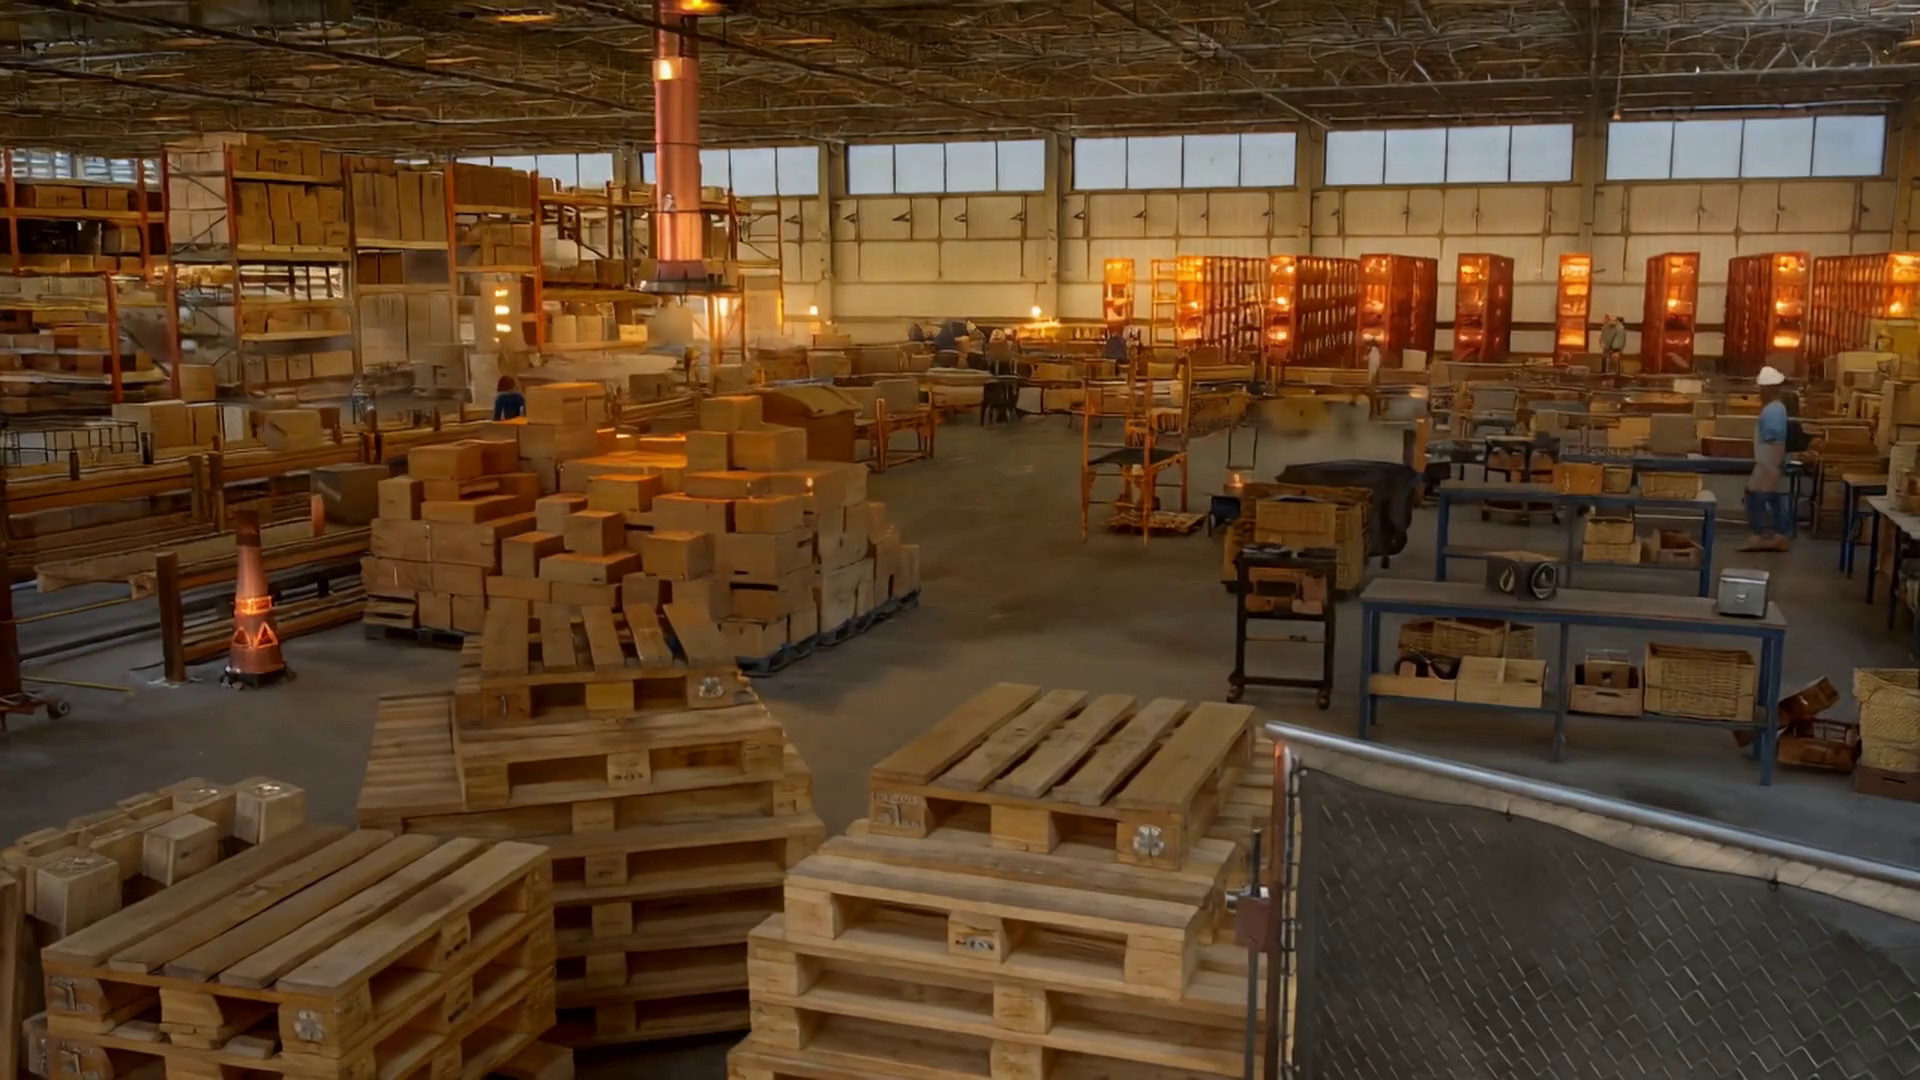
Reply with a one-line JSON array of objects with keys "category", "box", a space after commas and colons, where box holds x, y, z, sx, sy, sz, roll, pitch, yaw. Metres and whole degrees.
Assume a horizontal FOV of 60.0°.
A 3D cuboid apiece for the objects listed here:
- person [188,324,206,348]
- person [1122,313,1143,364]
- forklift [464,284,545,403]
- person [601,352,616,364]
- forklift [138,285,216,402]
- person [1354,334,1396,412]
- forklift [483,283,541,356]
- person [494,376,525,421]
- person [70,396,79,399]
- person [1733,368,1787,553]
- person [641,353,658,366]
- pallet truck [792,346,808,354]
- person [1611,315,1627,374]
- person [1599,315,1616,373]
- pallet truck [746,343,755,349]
[{"category": "person", "box": [-19.189, -4.561, 41.830, 0.561, 1.879, 1.036, 5, 10, 27]}, {"category": "person", "box": [5.271, -5.995, 50.851, 0.638, 1.889, 0.894, 2, 9, 11]}, {"category": "forklift", "box": [-10.832, -4.702, 39.610, 1.129, 2.768, 1.873, 3, 10, 20]}, {"category": "person", "box": [-10.534, -5.716, 49.815, 0.549, 1.643, 0.886, -1, 9, -6]}, {"category": "forklift", "box": [-17.480, -4.200, 36.461, 1.873, 2.768, 1.129, 3, 10, 19]}, {"category": "person", "box": [9.250, -3.720, 37.085, 0.908, 1.723, 0.539, 2, 9, 12]}, {"category": "forklift", "box": [-11.812, -5.257, 43.099, 1.129, 2.768, 1.873, 3, 10, 20]}, {"category": "person", "box": [-6.323, -1.491, 23.394, 0.281, 1.627, 0.498, 7, 11, 37]}, {"category": "person", "box": [-21.752, -4.330, 41.015, 0.538, 1.679, 0.471, 3, 10, 21]}, {"category": "person", "box": [8.756, -0.861, 18.147, 0.684, 2.023, 0.607, 5, 10, 28]}, {"category": "person", "box": [-10.059, -6.357, 53.664, 0.529, 1.714, 0.932, 3, 10, 19]}, {"category": "pallet truck", "box": [-3.705, -4.298, 42.022, 0.653, 1.274, 1.630, 3, 10, 20]}, {"category": "person", "box": [20.150, -5.969, 50.848, 0.403, 1.834, 0.588, 3, 9, 16]}, {"category": "person", "box": [19.631, -5.914, 50.460, 0.389, 1.846, 0.564, -4, 10, -24]}, {"category": "pallet truck", "box": [-6.183, -4.618, 44.264, 1.601, 1.201, 0.680, -9, 12, -43]}]
